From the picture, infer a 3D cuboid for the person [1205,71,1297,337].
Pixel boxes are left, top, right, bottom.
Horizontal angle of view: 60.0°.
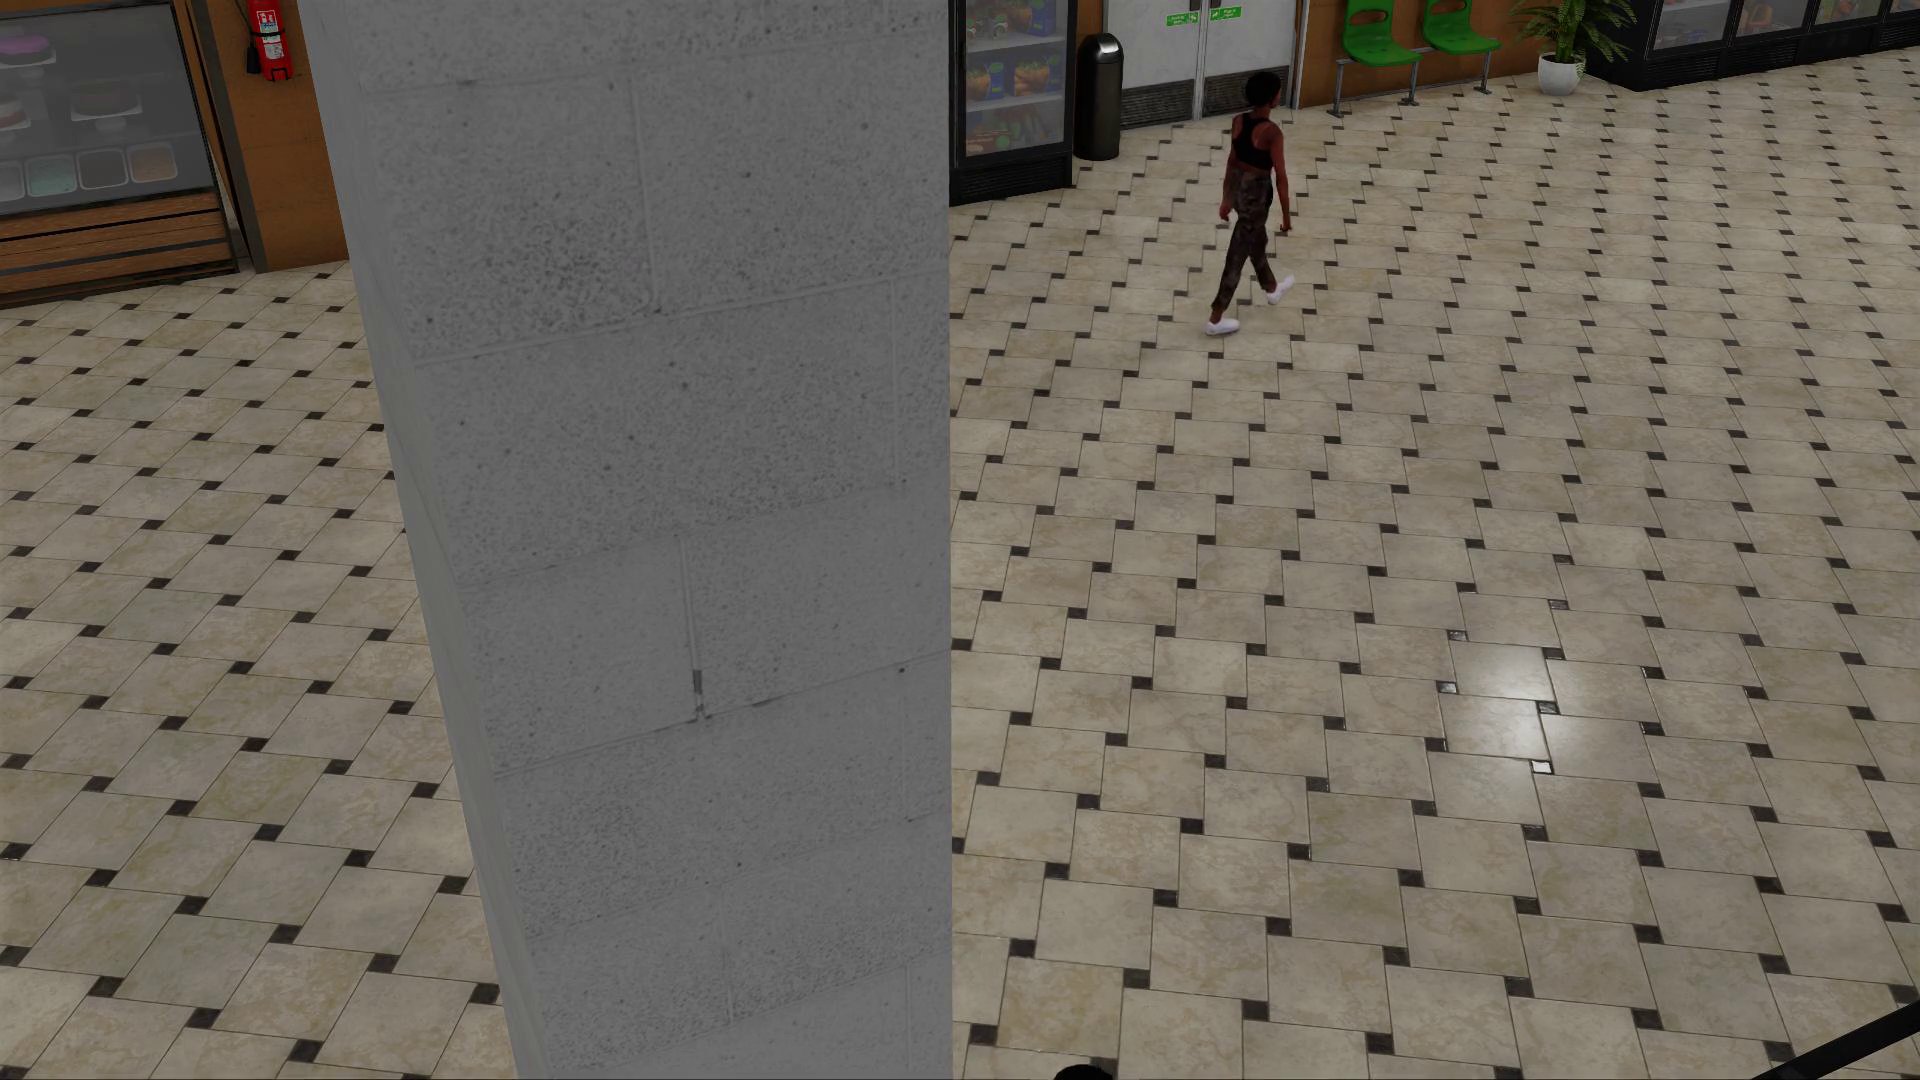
[{"bbox_3d":[1.757,-2.078,10.479,0.750,1.664,1.047,-20,37,-28],"label":"person"}]
